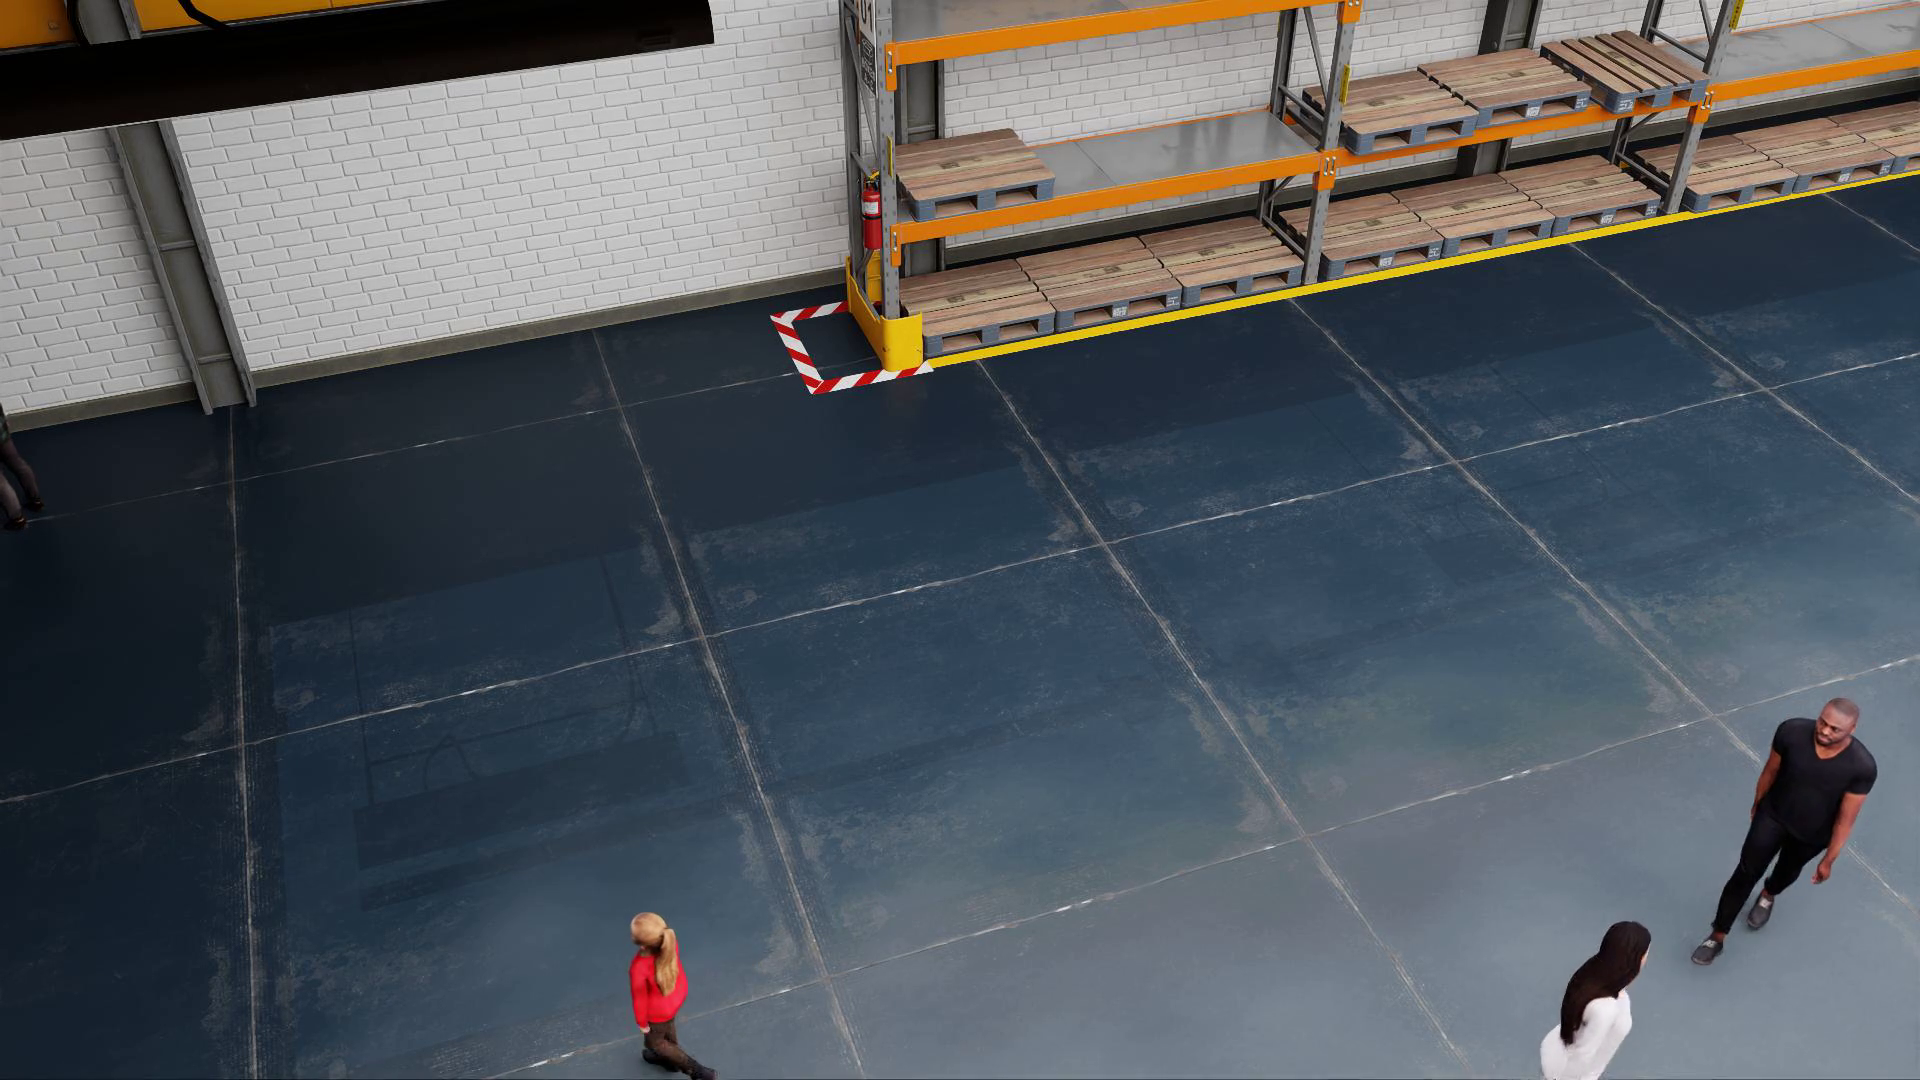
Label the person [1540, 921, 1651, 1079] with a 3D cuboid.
[{"bbox_3d":[2.794,2.471,7.732,0.799,1.768,0.773,17,42,20],"label":"person"}]

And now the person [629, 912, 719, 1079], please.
[{"bbox_3d":[-1.452,2.323,8.314,0.806,1.272,0.745,16,41,19],"label":"person"}]

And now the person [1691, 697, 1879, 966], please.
[{"bbox_3d":[4.533,1.485,8.953,1.015,1.784,1.206,28,46,30],"label":"person"}]

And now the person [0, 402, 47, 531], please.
[{"bbox_3d":[-7.024,-0.792,11.950,0.720,1.713,0.742,8,39,10],"label":"person"}]
